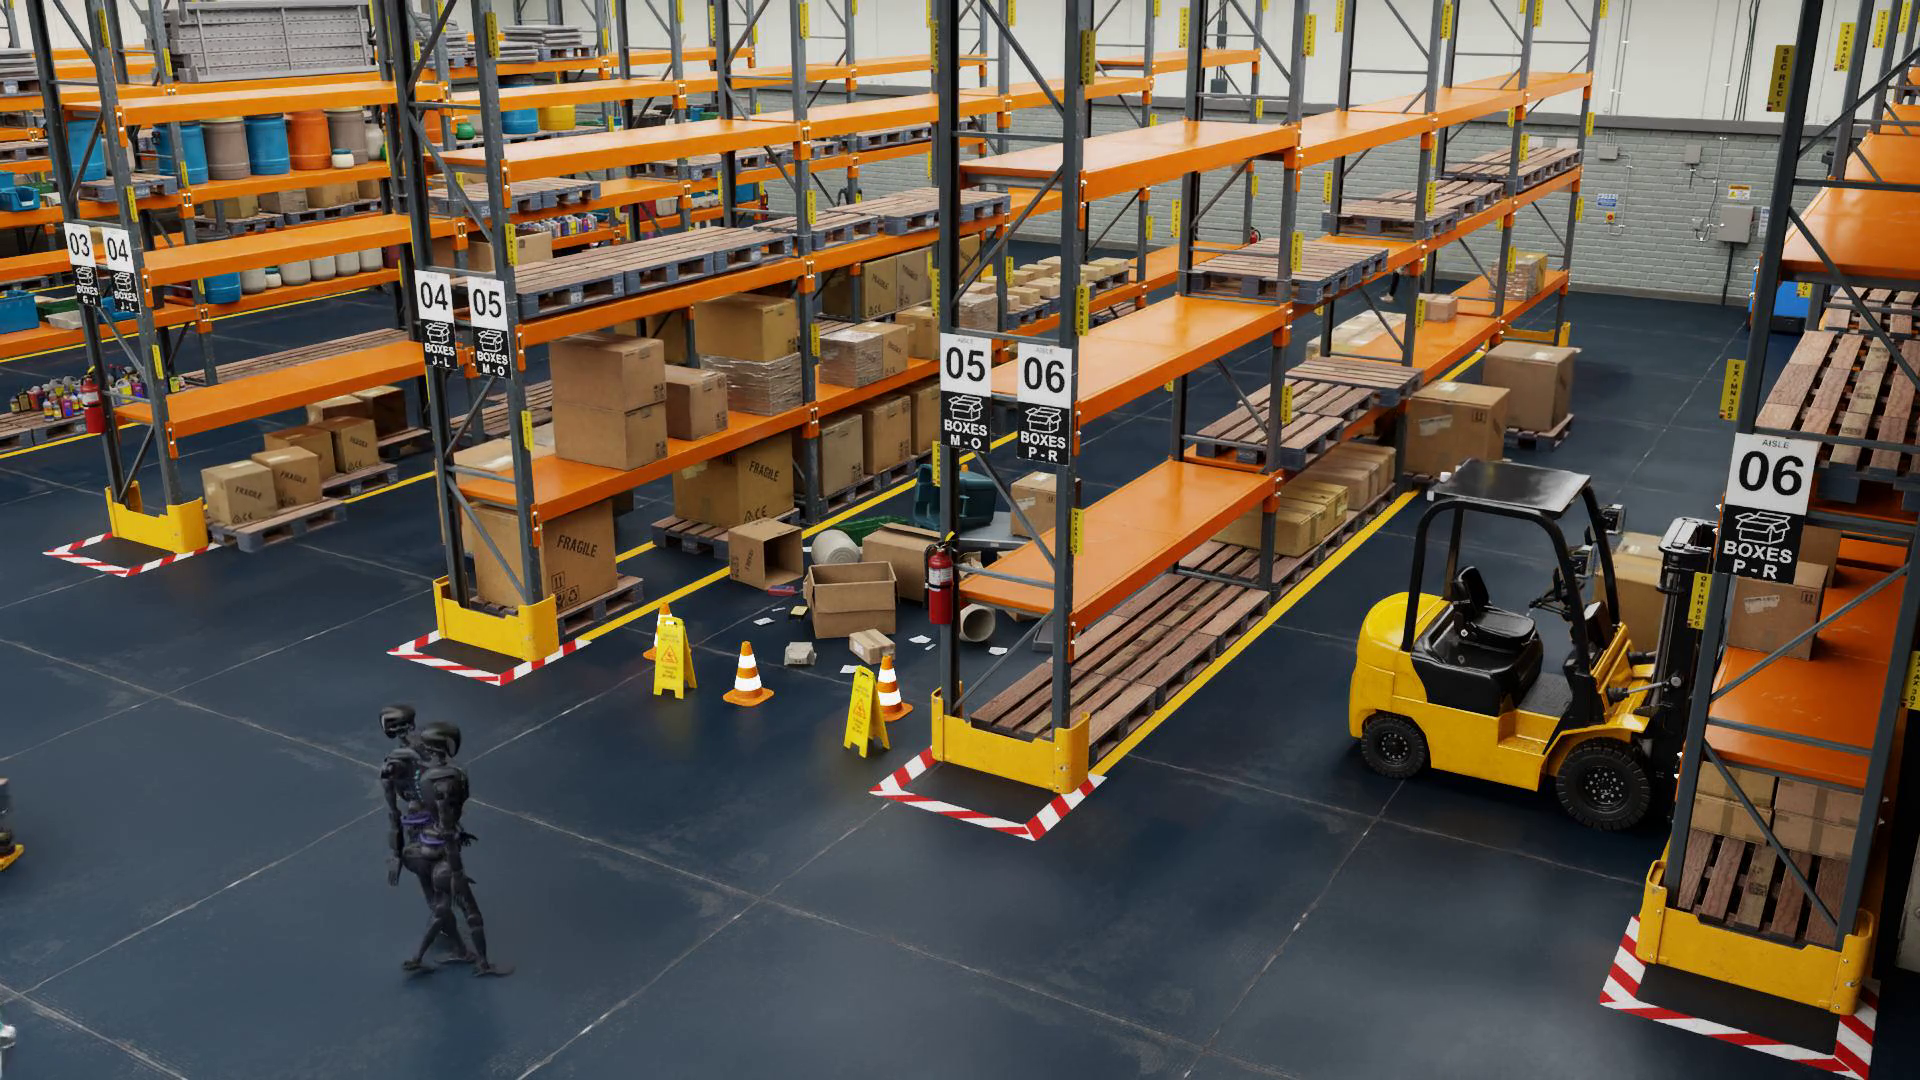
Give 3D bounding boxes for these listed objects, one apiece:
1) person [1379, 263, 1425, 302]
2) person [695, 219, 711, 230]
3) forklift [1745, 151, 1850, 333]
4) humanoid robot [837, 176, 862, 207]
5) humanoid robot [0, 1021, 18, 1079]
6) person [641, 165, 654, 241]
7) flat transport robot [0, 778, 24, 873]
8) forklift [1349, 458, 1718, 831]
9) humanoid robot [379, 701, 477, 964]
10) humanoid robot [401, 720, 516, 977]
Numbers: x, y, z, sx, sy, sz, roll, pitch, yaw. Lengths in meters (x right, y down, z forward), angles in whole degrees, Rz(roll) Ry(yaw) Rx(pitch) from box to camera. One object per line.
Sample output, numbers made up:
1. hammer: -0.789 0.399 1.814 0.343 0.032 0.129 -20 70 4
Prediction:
1. person: 7.748 -4.882 28.595 0.860 1.658 0.525 16 25 38
2. person: -5.387 -6.999 34.676 0.489 1.688 0.347 -6 20 -16
3. forklift: 13.620 -4.667 26.137 1.873 2.768 1.129 11 22 29
4. humanoid robot: -2.218 -6.457 33.114 0.601 1.646 0.457 -10 21 -26
5. humanoid robot: -4.961 2.184 8.097 0.987 1.741 0.537 -4 19 -11
6. person: -6.434 -6.855 34.109 0.570 1.780 0.417 5 20 14
7. flat transport robot: -6.863 2.072 10.625 1.431 0.231 0.659 0 19 1
8. forklift: 3.988 0.658 11.776 2.313 2.155 1.214 11 22 29
9. humanoid robot: -3.065 1.689 9.596 0.429 1.640 0.584 4 19 11
10. humanoid robot: -2.914 1.756 9.445 0.639 1.652 0.605 -4 19 -12
